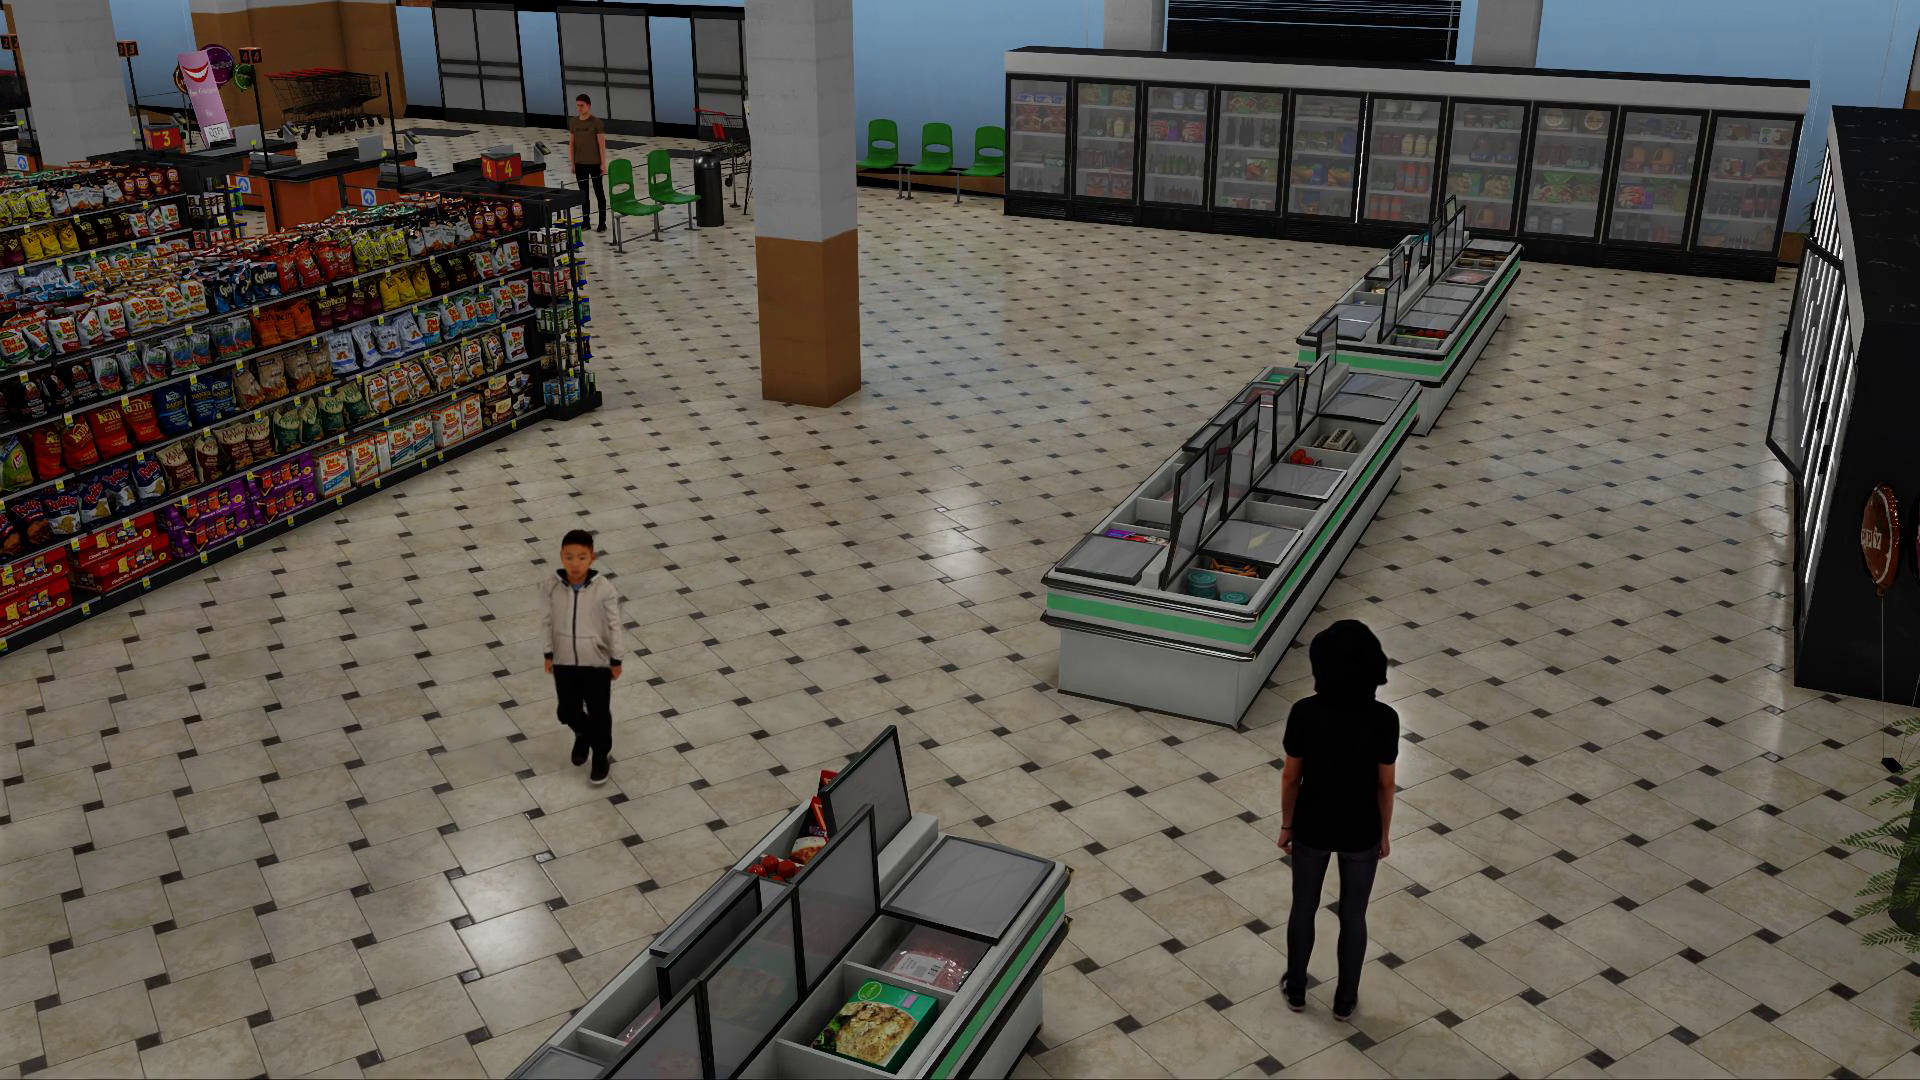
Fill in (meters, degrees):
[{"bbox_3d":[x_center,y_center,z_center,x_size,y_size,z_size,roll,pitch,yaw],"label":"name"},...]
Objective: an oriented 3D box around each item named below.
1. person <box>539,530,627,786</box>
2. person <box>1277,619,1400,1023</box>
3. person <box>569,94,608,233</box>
[{"bbox_3d":[-2.029,0.603,8.986,0.717,1.446,0.757,-1,22,-1],"label":"person"},{"bbox_3d":[1.582,1.195,6.998,0.663,1.829,0.580,6,23,14],"label":"person"},{"bbox_3d":[-5.083,-5.167,22.801,0.721,1.851,0.643,4,22,11],"label":"person"}]
